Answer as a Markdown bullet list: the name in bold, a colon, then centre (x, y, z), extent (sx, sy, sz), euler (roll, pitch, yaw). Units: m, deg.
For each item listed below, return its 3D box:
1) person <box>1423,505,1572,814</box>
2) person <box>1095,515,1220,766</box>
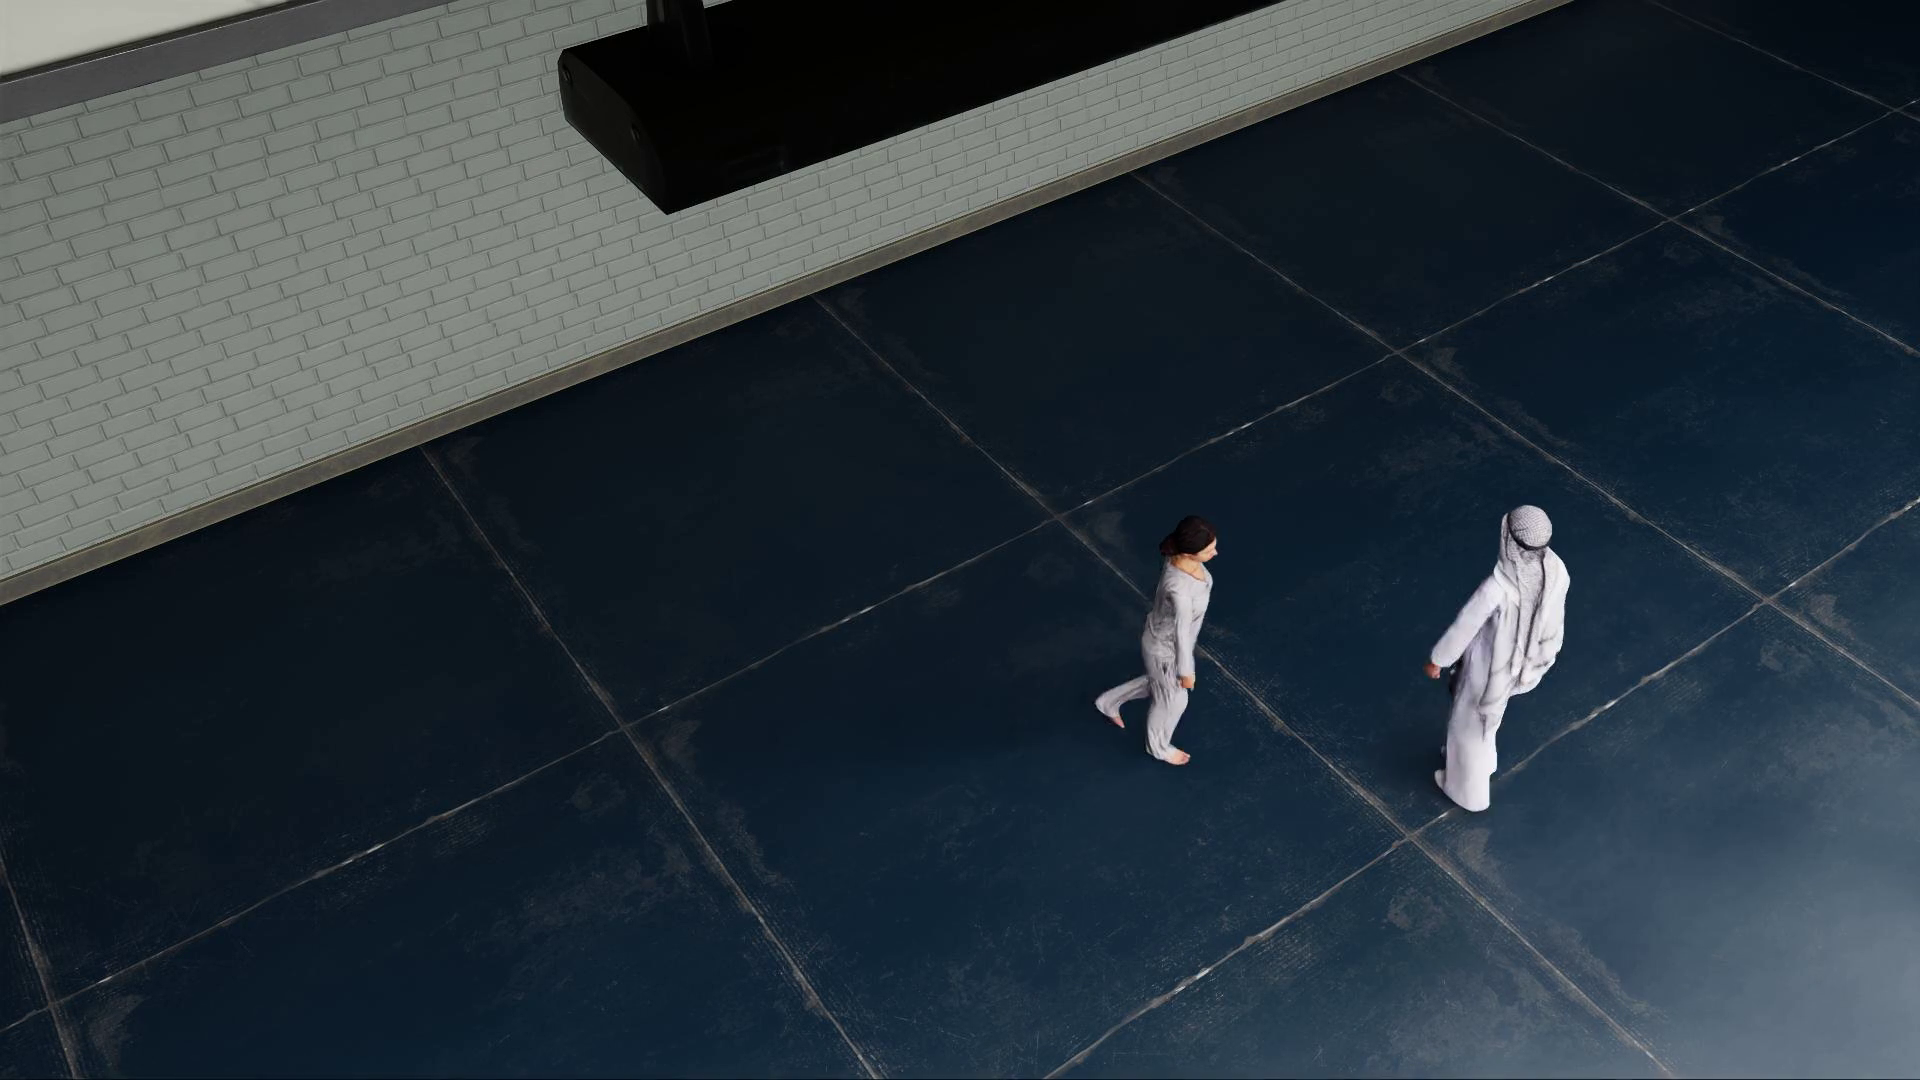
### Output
- **person**: centre (2.679, 0.677, 8.118), extent (0.733, 1.908, 0.760), euler (-25, 48, -24)
- **person**: centre (0.977, 0.509, 8.406), extent (0.911, 1.759, 0.838), euler (7, 43, 7)
